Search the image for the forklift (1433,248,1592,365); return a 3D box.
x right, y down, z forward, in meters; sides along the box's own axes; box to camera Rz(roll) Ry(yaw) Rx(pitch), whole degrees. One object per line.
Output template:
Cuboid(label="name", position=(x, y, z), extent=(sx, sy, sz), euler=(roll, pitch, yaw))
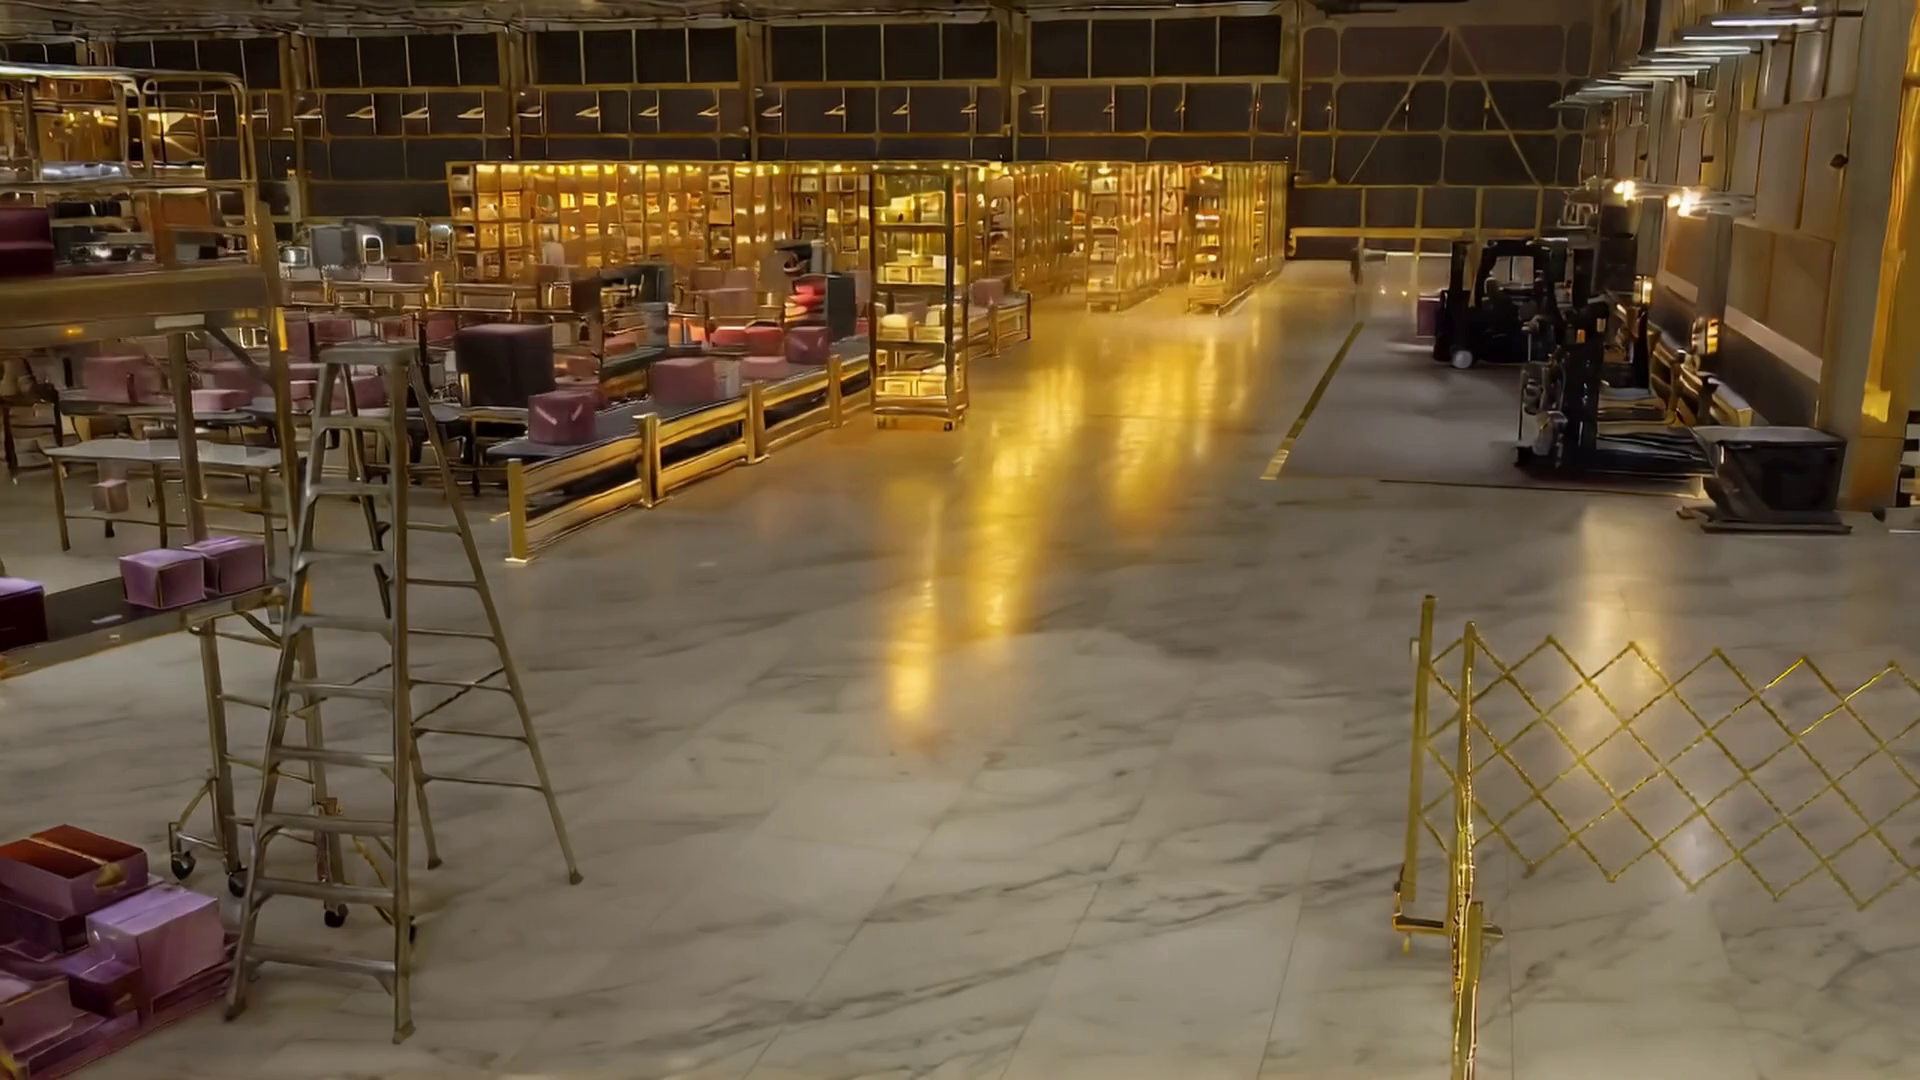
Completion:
Cuboid(label="forklift", position=(9.780, -4.111, 29.280), extent=(2.680, 1.987, 1.157), euler=(3, 13, 14))

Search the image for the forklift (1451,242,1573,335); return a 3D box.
Cuboid(label="forklift", position=(10.464, -4.597, 31.405), extent=(2.680, 1.987, 1.157), euler=(4, 14, 16))

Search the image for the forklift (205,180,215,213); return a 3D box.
Cuboid(label="forklift", position=(-29.629, -12.708, 65.165), extent=(1.873, 2.768, 1.129), euler=(4, 14, 16))

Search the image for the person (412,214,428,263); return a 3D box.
Cuboid(label="person", position=(-19.160, -10.707, 59.032), extent=(0.497, 1.737, 0.344), euler=(-4, 14, -17))

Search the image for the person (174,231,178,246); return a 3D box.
Cuboid(label="person", position=(-24.510, -9.048, 51.425), extent=(0.601, 1.940, 0.414), euler=(-6, 14, -24))

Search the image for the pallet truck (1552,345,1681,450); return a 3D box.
Cuboid(label="pallet truck", position=(8.641, -1.896, 21.908), extent=(1.630, 1.274, 0.653), euler=(4, 14, 16))

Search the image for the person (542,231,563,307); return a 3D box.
Cuboid(label="person", position=(-10.239, -6.803, 41.804), extent=(0.444, 1.896, 0.639), euler=(10, 16, 37))

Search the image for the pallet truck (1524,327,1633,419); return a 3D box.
Cuboid(label="pallet truck", position=(9.065, -2.460, 24.370), extent=(1.522, 1.261, 0.704), euler=(3, 13, 14))

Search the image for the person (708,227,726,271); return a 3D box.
Cuboid(label="person", position=(-6.605, -7.645, 45.339), extent=(0.609, 1.953, 0.990), euler=(3, 13, 13))

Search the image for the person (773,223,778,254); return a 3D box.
Cuboid(label="person", position=(-5.388, -8.531, 49.430), extent=(0.601, 1.817, 0.634), euler=(2, 13, 10))

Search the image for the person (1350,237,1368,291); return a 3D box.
Cuboid(label="person", position=(9.692, -6.445, 40.444), extent=(0.404, 1.824, 0.606), euler=(7, 15, 27))

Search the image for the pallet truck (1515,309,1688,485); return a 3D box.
Cuboid(label="pallet truck", position=(7.554, -1.677, 19.446), extent=(1.885, 1.965, 0.823), euler=(3, 13, 14))

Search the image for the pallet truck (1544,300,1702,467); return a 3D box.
Cuboid(label="pallet truck", position=(8.263, -1.952, 20.631), extent=(1.885, 1.965, 0.823), euler=(5, 14, 20))

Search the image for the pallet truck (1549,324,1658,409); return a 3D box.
Cuboid(label="pallet truck", position=(9.824, -2.669, 25.407), extent=(1.601, 1.201, 0.680), euler=(4, 14, 16))
